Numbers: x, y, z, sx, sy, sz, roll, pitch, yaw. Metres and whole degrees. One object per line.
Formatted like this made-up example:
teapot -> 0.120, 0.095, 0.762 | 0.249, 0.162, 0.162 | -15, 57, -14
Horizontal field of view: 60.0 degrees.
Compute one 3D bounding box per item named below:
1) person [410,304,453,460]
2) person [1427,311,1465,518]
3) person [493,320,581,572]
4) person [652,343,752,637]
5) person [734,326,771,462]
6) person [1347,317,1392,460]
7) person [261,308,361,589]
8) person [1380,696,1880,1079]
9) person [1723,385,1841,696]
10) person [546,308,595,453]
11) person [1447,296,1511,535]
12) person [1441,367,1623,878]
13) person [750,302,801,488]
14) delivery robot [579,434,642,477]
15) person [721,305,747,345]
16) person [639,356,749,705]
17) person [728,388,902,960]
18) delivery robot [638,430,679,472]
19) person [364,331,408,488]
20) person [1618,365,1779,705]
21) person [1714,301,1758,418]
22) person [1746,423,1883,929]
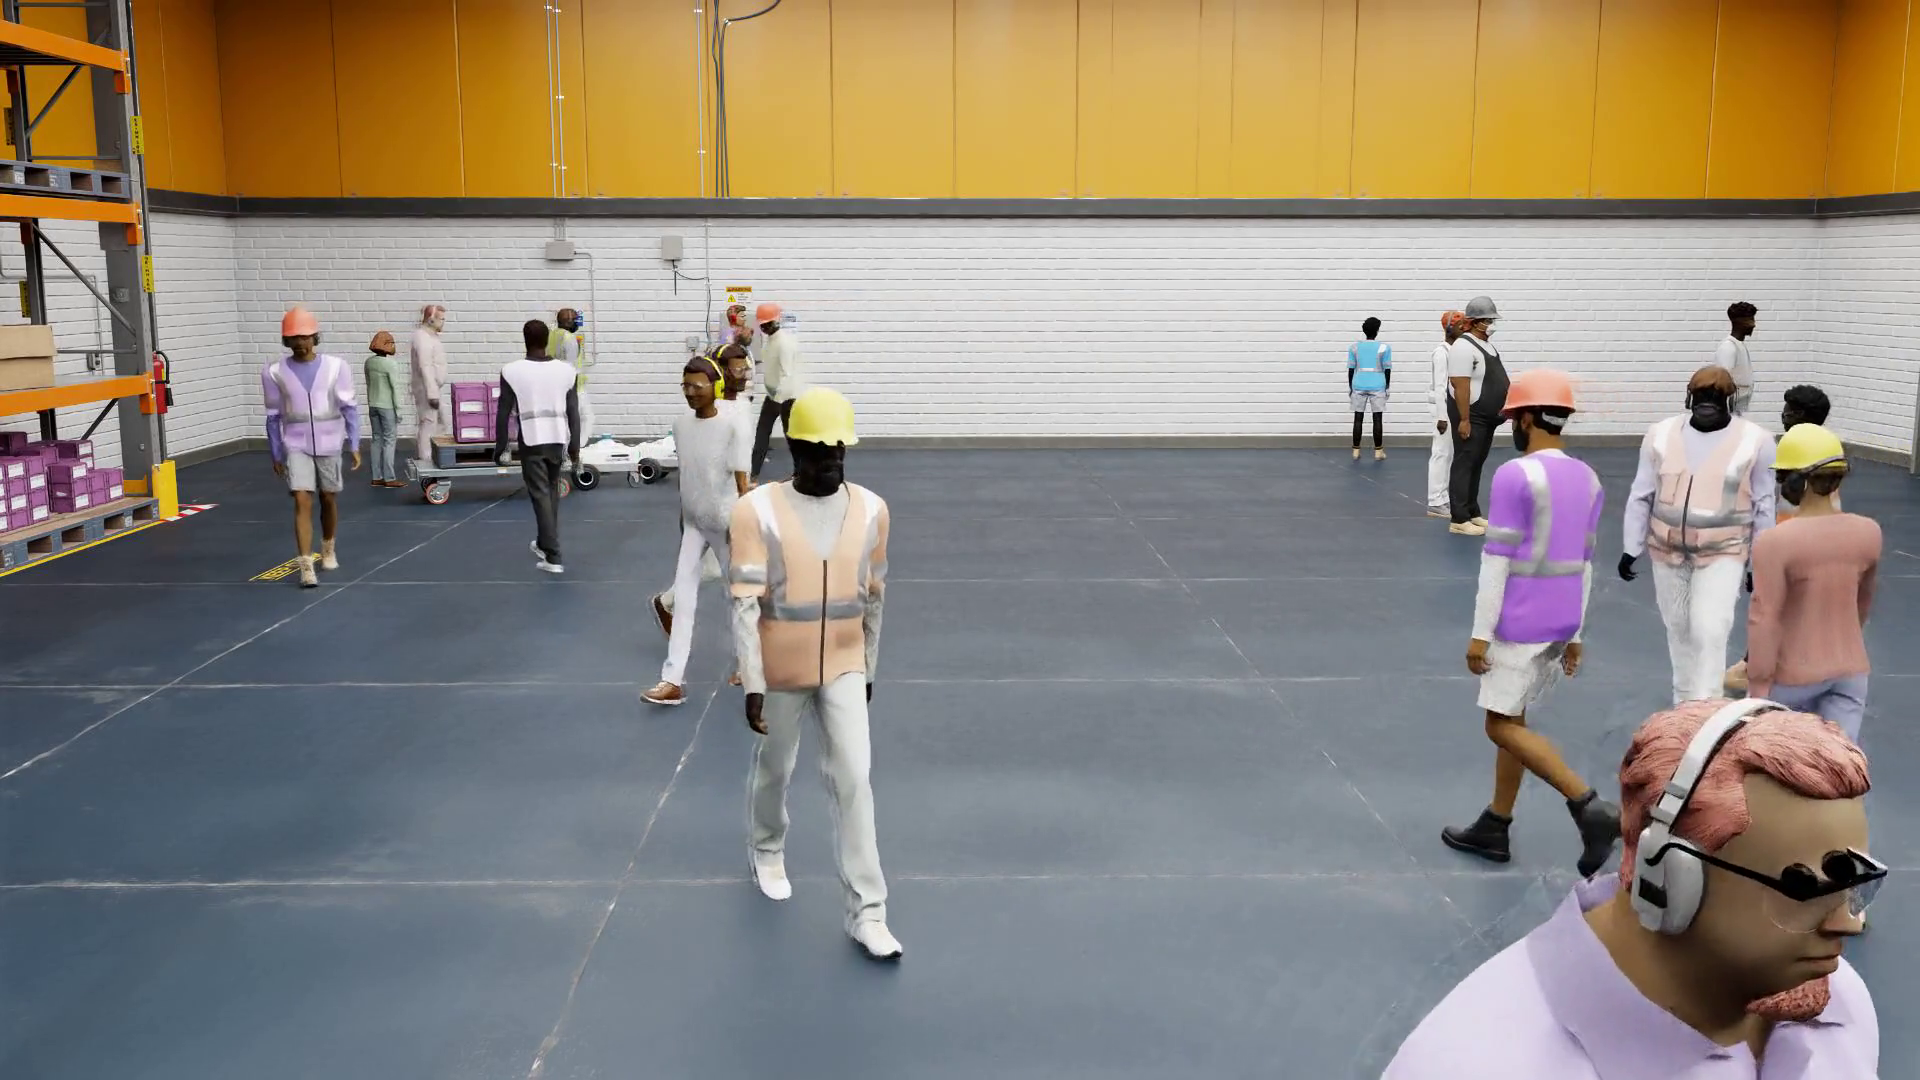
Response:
person -> -5.801, -1.639, 18.239 | 0.433, 1.882, 0.693 | -2, 9, -10
person -> 4.484, -1.153, 15.264 | 0.348, 1.882, 0.584 | 5, 11, 29
person -> -3.253, -0.725, 12.680 | 0.597, 1.878, 0.932 | -7, 12, -39
person -> -1.447, -0.232, 9.741 | 0.771, 1.851, 0.524 | 5, 11, 29
person -> -2.622, -1.714, 19.542 | 0.753, 1.609, 0.542 | 2, 9, 12
person -> 4.865, -1.797, 19.777 | 0.534, 1.697, 0.322 | 5, 10, 27
person -> -4.721, -0.688, 12.125 | 0.626, 1.995, 1.065 | -4, 10, -24
person -> 0.673, 1.042, 1.872 | 0.665, 1.869, 0.884 | -5, 11, -28
person -> 4.345, 0.021, 8.731 | 0.835, 1.653, 0.549 | 5, 10, 27
person -> -4.357, -1.684, 18.676 | 0.528, 1.825, 0.647 | -7, 11, -36
person -> 4.467, -1.073, 14.289 | 0.537, 2.000, 0.682 | 6, 11, 32
person -> 2.202, 0.317, 6.187 | 0.582, 1.905, 0.714 | -7, 12, -38
person -> -1.947, -1.457, 16.992 | 0.946, 1.927, 0.672 | -5, 11, -30
delivery robot -> -3.658, -0.860, 17.245 | 0.707, 0.478, 0.477 | -3, 10, -15
person -> -2.683, -1.865, 19.740 | 0.375, 1.843, 0.575 | -1, 9, -5
person -> -1.321, -0.059, 8.773 | 0.550, 1.815, 0.997 | 5, 10, 26
person -> -0.510, 0.413, 5.710 | 0.591, 1.878, 1.005 | -4, 10, -22
delivery robot -> -3.040, -0.931, 17.676 | 0.707, 0.478, 0.477 | 0, 9, 3
person -> -5.979, -1.353, 17.285 | 0.493, 1.624, 0.280 | 6, 11, 30
person -> 3.445, 0.091, 7.867 | 0.624, 1.815, 0.770 | 9, 13, 44
person -> 7.284, -1.267, 15.708 | 0.367, 1.964, 0.609 | 6, 11, 33
person -> 2.956, 0.460, 5.843 | 0.546, 1.736, 0.725 | -2, 9, -10
